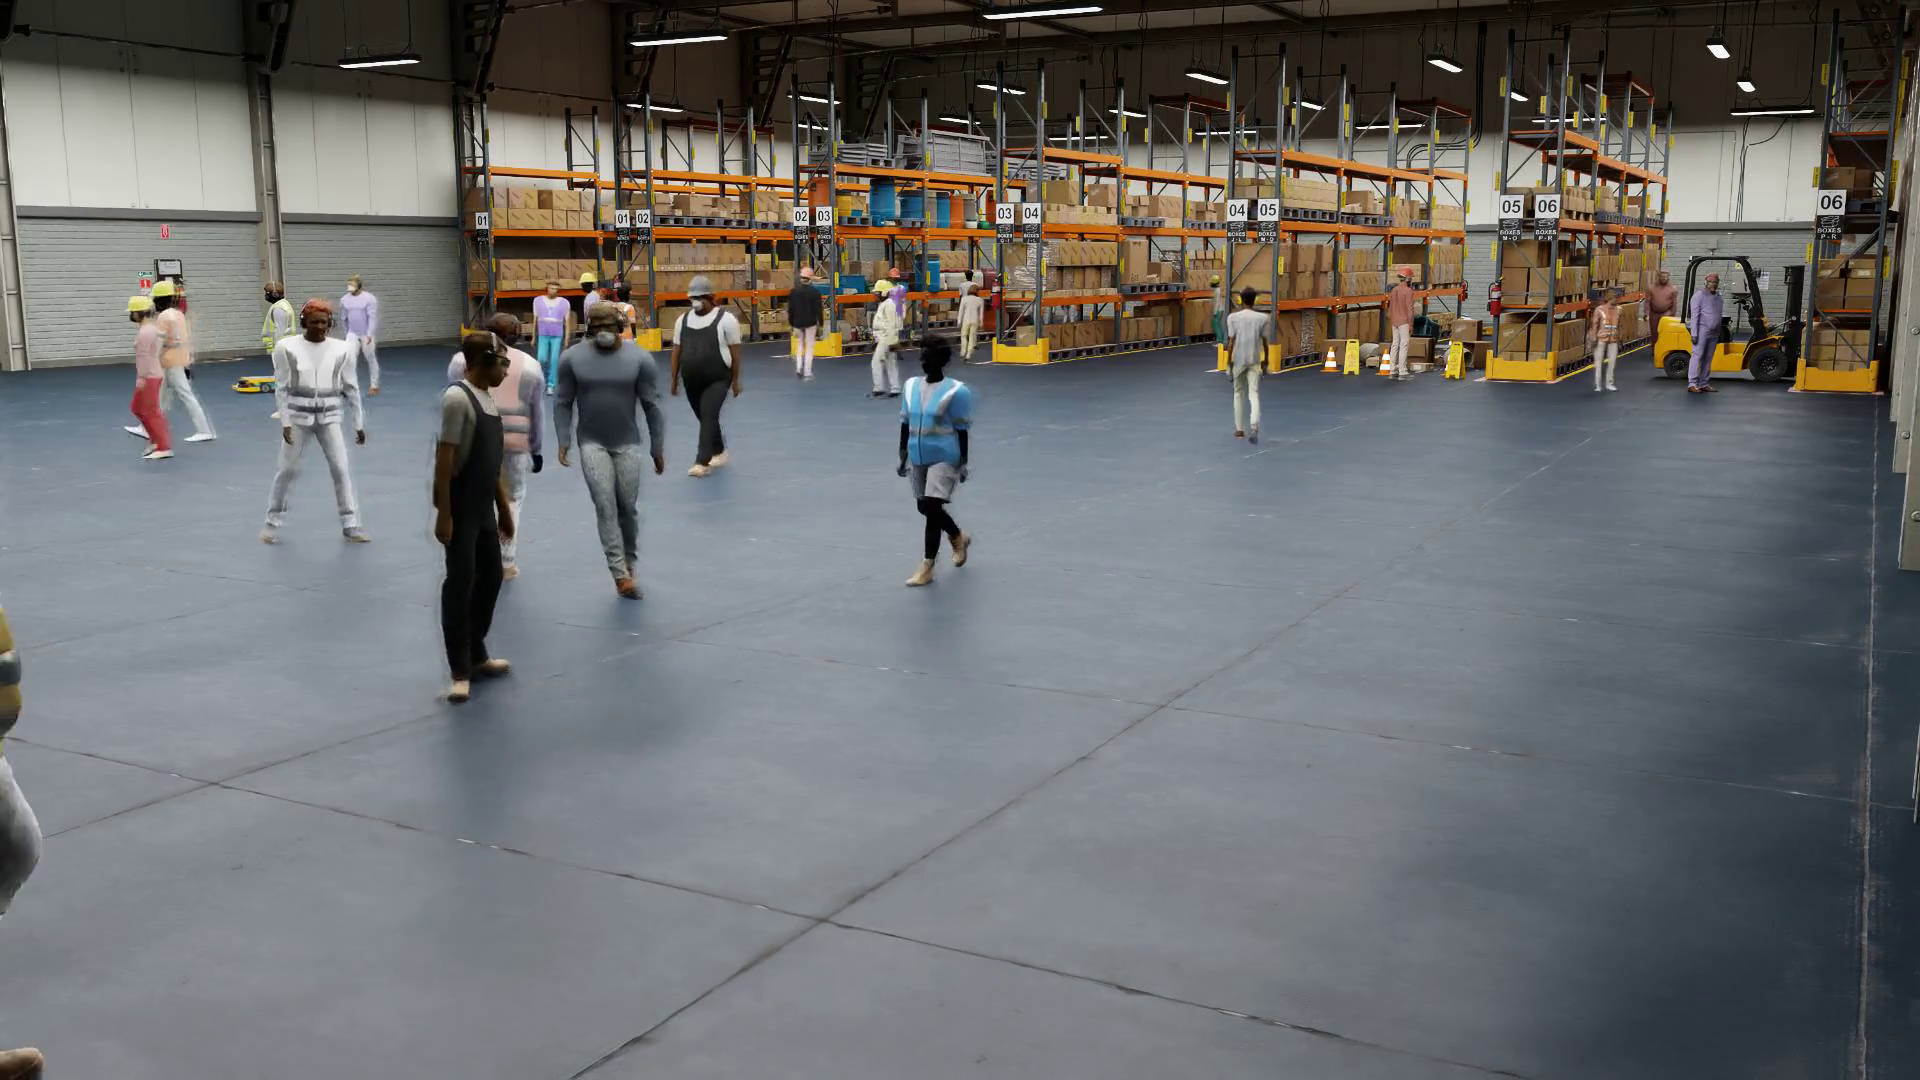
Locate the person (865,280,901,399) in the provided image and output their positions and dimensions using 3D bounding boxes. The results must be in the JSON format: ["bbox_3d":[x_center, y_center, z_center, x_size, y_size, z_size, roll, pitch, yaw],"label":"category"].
[{"bbox_3d":[-1.217,-3.049,25.366,0.691,1.807,0.591,-1,10,-4],"label":"person"}]

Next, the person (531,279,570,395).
[{"bbox_3d":[-6.395,-3.167,26.012,0.606,1.817,0.449,-1,10,-8],"label":"person"}]

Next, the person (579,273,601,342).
[{"bbox_3d":[-6.607,-3.813,29.641,0.977,1.870,0.610,-4,10,-22],"label":"person"}]

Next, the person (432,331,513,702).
[{"bbox_3d":[-2.444,-0.120,8.264,0.344,1.806,0.654,1,10,9],"label":"person"}]

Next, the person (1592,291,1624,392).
[{"bbox_3d":[10.410,-3.192,26.786,0.556,1.620,0.344,-1,10,-8],"label":"person"}]

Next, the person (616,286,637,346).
[{"bbox_3d":[-5.455,-3.286,27.087,0.535,1.697,0.318,7,12,35],"label":"person"}]

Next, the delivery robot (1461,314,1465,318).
[{"bbox_3d":[13.958,-6.016,46.134,0.477,0.478,0.707,-1,10,-9],"label":"delivery robot"}]

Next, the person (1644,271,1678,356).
[{"bbox_3d":[15.151,-4.891,35.976,0.635,1.870,0.960,5,11,29],"label":"person"}]

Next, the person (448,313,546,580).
[{"bbox_3d":[-3.082,-0.599,11.078,0.690,1.803,0.615,-5,11,-25],"label":"person"}]

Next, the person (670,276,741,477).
[{"bbox_3d":[-2.564,-1.703,16.809,0.693,2.000,1.046,3,10,19],"label":"person"}]

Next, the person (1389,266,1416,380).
[{"bbox_3d":[7.819,-3.819,29.338,0.390,1.991,0.623,-3,10,-19],"label":"person"}]

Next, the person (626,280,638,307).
[{"bbox_3d":[-7.900,-5.486,40.247,0.519,1.592,0.808,5,11,28],"label":"person"}]

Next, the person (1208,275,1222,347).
[{"bbox_3d":[6.113,-5.480,39.840,0.449,1.722,0.573,-1,10,-7],"label":"person"}]

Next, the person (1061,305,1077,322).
[{"bbox_3d":[2.894,-6.276,44.122,0.536,1.864,0.327,7,12,34],"label":"person"}]

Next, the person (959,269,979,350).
[{"bbox_3d":[0.225,-5.360,38.710,0.521,1.876,0.325,1,10,8],"label":"person"}]

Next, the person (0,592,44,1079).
[{"bbox_3d":[-2.620,0.545,4.276,0.458,1.823,0.649,-6,11,-32],"label":"person"}]

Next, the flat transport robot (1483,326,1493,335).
[{"bbox_3d":[14.742,-5.756,45.711,0.652,0.197,1.431,3,10,19],"label":"flat transport robot"}]

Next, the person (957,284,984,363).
[{"bbox_3d":[0.209,-4.445,34.125,0.572,1.596,0.529,-1,10,-6],"label":"person"}]

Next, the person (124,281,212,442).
[{"bbox_3d":[-9.292,-2.067,19.430,1.009,1.872,0.596,-2,10,-12],"label":"person"}]

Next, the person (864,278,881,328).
[{"bbox_3d":[-2.111,-5.564,40.600,0.499,1.634,0.279,4,10,20],"label":"person"}]

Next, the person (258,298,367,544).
[{"bbox_3d":[-4.941,-0.892,12.617,0.800,1.859,0.543,-6,11,-30],"label":"person"}]

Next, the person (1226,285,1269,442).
[{"bbox_3d":[3.413,-2.088,19.673,0.518,1.841,0.842,0,10,1],"label":"person"}]

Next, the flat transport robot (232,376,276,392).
[{"bbox_3d":[-10.962,-2.542,26.897,1.431,0.197,0.652,-6,12,-33],"label":"flat transport robot"}]

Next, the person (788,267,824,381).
[{"bbox_3d":[-2.676,-3.771,29.094,0.646,1.975,0.448,3,10,19],"label":"person"}]

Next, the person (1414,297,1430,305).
[{"bbox_3d":[12.845,-6.730,46.708,0.971,1.890,0.557,-8,13,-40],"label":"person"}]

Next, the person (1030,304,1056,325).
[{"bbox_3d":[1.883,-5.208,37.677,0.623,1.932,0.370,0,10,2],"label":"person"}]

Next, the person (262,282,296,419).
[{"bbox_3d":[-9.151,-2.550,22.381,0.428,1.835,0.627,-3,10,-16],"label":"person"}]

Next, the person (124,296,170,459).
[{"bbox_3d":[-8.728,-1.729,17.817,0.421,1.756,0.531,-5,11,-26],"label":"person"}]

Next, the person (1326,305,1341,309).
[{"bbox_3d":[9.340,-5.683,41.320,0.513,1.630,0.318,2,10,14],"label":"person"}]

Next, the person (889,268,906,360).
[{"bbox_3d":[-1.380,-4.718,34.809,0.540,1.929,0.391,-2,10,-13],"label":"person"}]

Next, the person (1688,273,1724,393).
[{"bbox_3d":[11.927,-3.293,26.530,0.643,1.903,0.399,-5,11,-27],"label":"person"}]

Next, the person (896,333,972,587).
[{"bbox_3d":[-0.136,-0.559,11.192,0.533,1.676,0.767,8,12,37],"label":"person"}]

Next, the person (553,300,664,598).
[{"bbox_3d":[-2.249,-0.589,10.719,0.696,1.899,0.670,-2,10,-11],"label":"person"}]

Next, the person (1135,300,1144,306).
[{"bbox_3d":[5.579,-7.373,50.823,0.522,1.764,0.318,0,10,1],"label":"person"}]

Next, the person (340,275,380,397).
[{"bbox_3d":[-9.335,-3.160,25.810,0.632,1.884,1.004,1,10,6],"label":"person"}]

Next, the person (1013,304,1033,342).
[{"bbox_3d":[1.702,-5.830,41.105,0.631,1.986,1.029,6,12,33],"label":"person"}]

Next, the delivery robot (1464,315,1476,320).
[{"bbox_3d":[13.857,-5.916,45.547,0.707,0.478,0.477,-2,10,-11],"label":"delivery robot"}]
